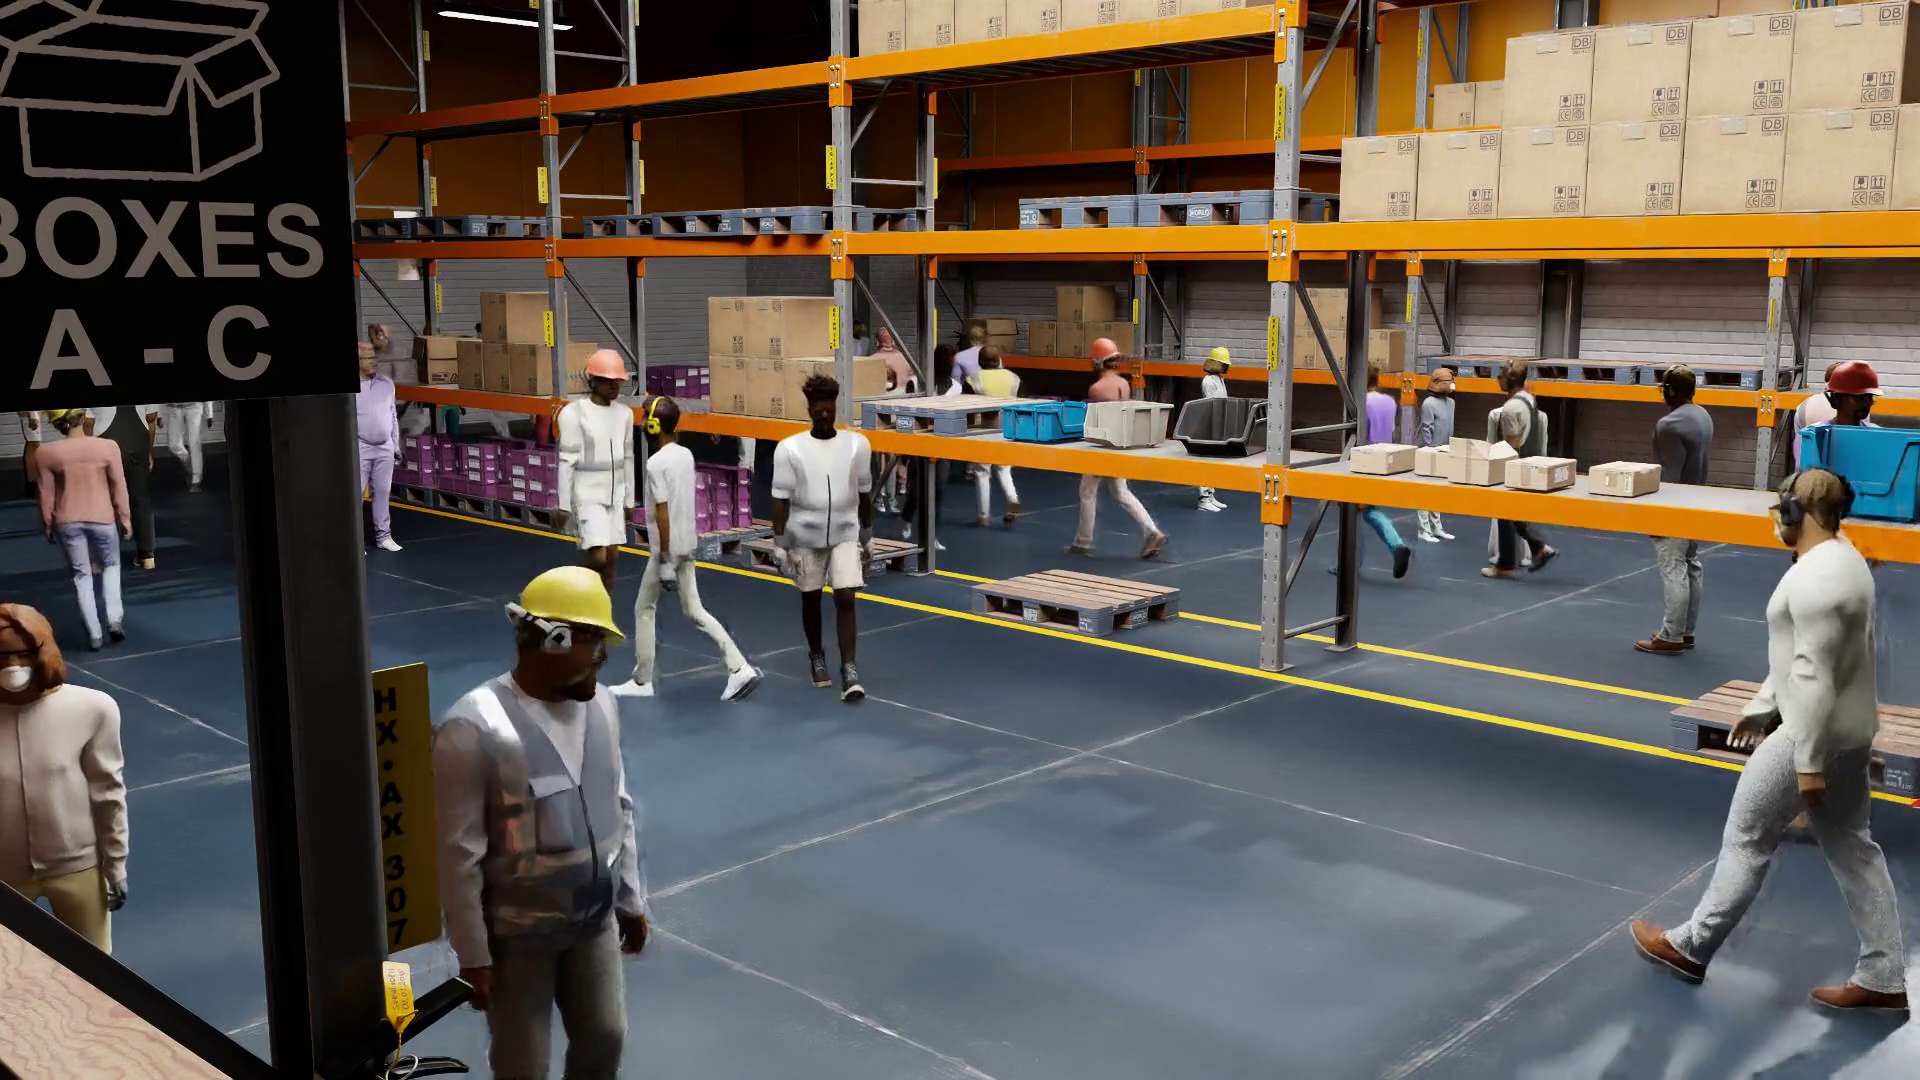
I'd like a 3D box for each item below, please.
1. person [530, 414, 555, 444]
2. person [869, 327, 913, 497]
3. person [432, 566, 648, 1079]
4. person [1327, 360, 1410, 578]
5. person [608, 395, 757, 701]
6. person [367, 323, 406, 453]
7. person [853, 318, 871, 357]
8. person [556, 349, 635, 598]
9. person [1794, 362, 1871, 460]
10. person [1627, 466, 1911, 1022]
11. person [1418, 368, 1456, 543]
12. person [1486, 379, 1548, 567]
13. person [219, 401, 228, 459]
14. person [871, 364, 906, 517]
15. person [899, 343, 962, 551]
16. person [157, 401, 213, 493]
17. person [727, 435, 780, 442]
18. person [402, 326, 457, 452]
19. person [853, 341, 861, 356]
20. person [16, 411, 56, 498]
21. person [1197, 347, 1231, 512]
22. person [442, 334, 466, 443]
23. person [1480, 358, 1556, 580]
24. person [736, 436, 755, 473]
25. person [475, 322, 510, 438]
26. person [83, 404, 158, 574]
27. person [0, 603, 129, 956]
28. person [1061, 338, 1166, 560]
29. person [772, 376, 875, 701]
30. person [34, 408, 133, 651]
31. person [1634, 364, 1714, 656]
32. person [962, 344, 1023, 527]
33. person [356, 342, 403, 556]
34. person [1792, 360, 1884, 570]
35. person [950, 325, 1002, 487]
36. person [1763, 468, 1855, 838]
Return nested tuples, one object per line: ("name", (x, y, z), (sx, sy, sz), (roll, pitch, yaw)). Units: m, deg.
("person", (-4.939, -1.535, 19.853), (0.449, 1.744, 0.538), (4, 10, 24))
("person", (-0.841, -1.434, 18.720), (0.654, 1.904, 0.406), (-6, 11, -33))
("person", (-1.064, 0.980, 4.287), (0.404, 1.795, 0.639), (7, 11, 36))
("person", (3.356, -0.563, 13.613), (0.576, 1.826, 0.705), (-6, 11, -33))
("person", (-1.641, 0.062, 9.824), (0.924, 1.826, 0.525), (3, 10, 18))
("person", (-7.147, -1.748, 20.723), (0.723, 1.887, 0.418), (6, 11, 31))
("person", (-1.558, -2.431, 25.062), (0.533, 1.825, 0.703), (-5, 10, -28))
("person", (-2.469, -0.290, 11.344), (0.511, 2.024, 0.644), (7, 12, 37))
("person", (6.832, -0.470, 13.005), (0.429, 1.844, 0.627), (-4, 10, -25))
("person", (2.921, 0.688, 5.826), (0.999, 1.879, 0.642), (8, 12, 39))
("person", (4.504, -0.799, 15.646), (0.280, 1.636, 0.500), (9, 13, 44))
("person", (4.785, -0.581, 14.333), (0.508, 1.629, 0.314), (3, 10, 16))
("person", (-9.796, -2.063, 22.475), (0.546, 1.939, 0.375), (-1, 9, -7))
("person", (-0.768, -1.036, 17.253), (0.514, 1.579, 0.853), (-2, 9, -12))
("person", (-0.286, -0.857, 15.222), (0.641, 1.892, 0.547), (-5, 11, -29))
("person", (-8.895, -1.469, 19.097), (0.625, 1.857, 0.524), (-1, 9, -7))
("person", (-2.990, -2.259, 24.528), (0.879, 1.650, 0.534), (4, 10, 25))
("person", (-6.972, -1.898, 21.863), (1.020, 1.836, 0.564), (-5, 11, -28))
("person", (-1.625, -2.071, 22.583), (0.585, 1.920, 0.374), (-3, 10, -18))
("person", (-10.383, -1.437, 18.651), (0.376, 1.934, 0.548), (-5, 11, -29))
("person", (2.710, -1.176, 17.661), (0.319, 1.734, 0.483), (4, 10, 24))
("person", (-6.338, -1.658, 20.548), (0.328, 1.760, 0.523), (6, 11, 34))
("person", (4.575, -0.568, 13.610), (0.474, 1.833, 0.525), (7, 12, 38))
("person", (-2.724, -1.718, 20.662), (0.429, 1.843, 0.627), (1, 9, 7))
("person", (-6.469, -2.119, 23.121), (0.474, 1.835, 0.555), (-3, 10, -20))
("person", (-7.150, -0.736, 14.024), (0.537, 2.000, 0.682), (6, 11, 33))
("person", (-2.668, 0.976, 4.812), (0.492, 1.625, 0.284), (-4, 10, -26))
("person", (1.362, -0.791, 14.621), (0.926, 1.966, 0.631), (7, 11, 36))
("person", (-0.791, -0.003, 9.874), (0.631, 1.919, 0.958), (-2, 9, -12))
("person", (-5.878, -0.122, 11.192), (0.562, 1.727, 0.487), (-4, 10, -24))
("person", (4.757, -0.198, 11.047), (0.376, 1.937, 0.629), (9, 13, 44))
("person", (0.339, -1.019, 16.444), (0.640, 1.821, 0.575), (-4, 10, -21))
("person", (-5.300, -0.815, 14.926), (0.407, 1.905, 0.655), (7, 12, 39))
("person", (5.078, -0.013, 9.585), (0.615, 2.041, 0.376), (-3, 10, -18))
("person", (0.151, -1.599, 19.777), (0.651, 1.883, 1.015), (-5, 11, -29))
("person", (3.771, 0.518, 7.433), (0.556, 1.672, 0.548), (4, 10, 26))
